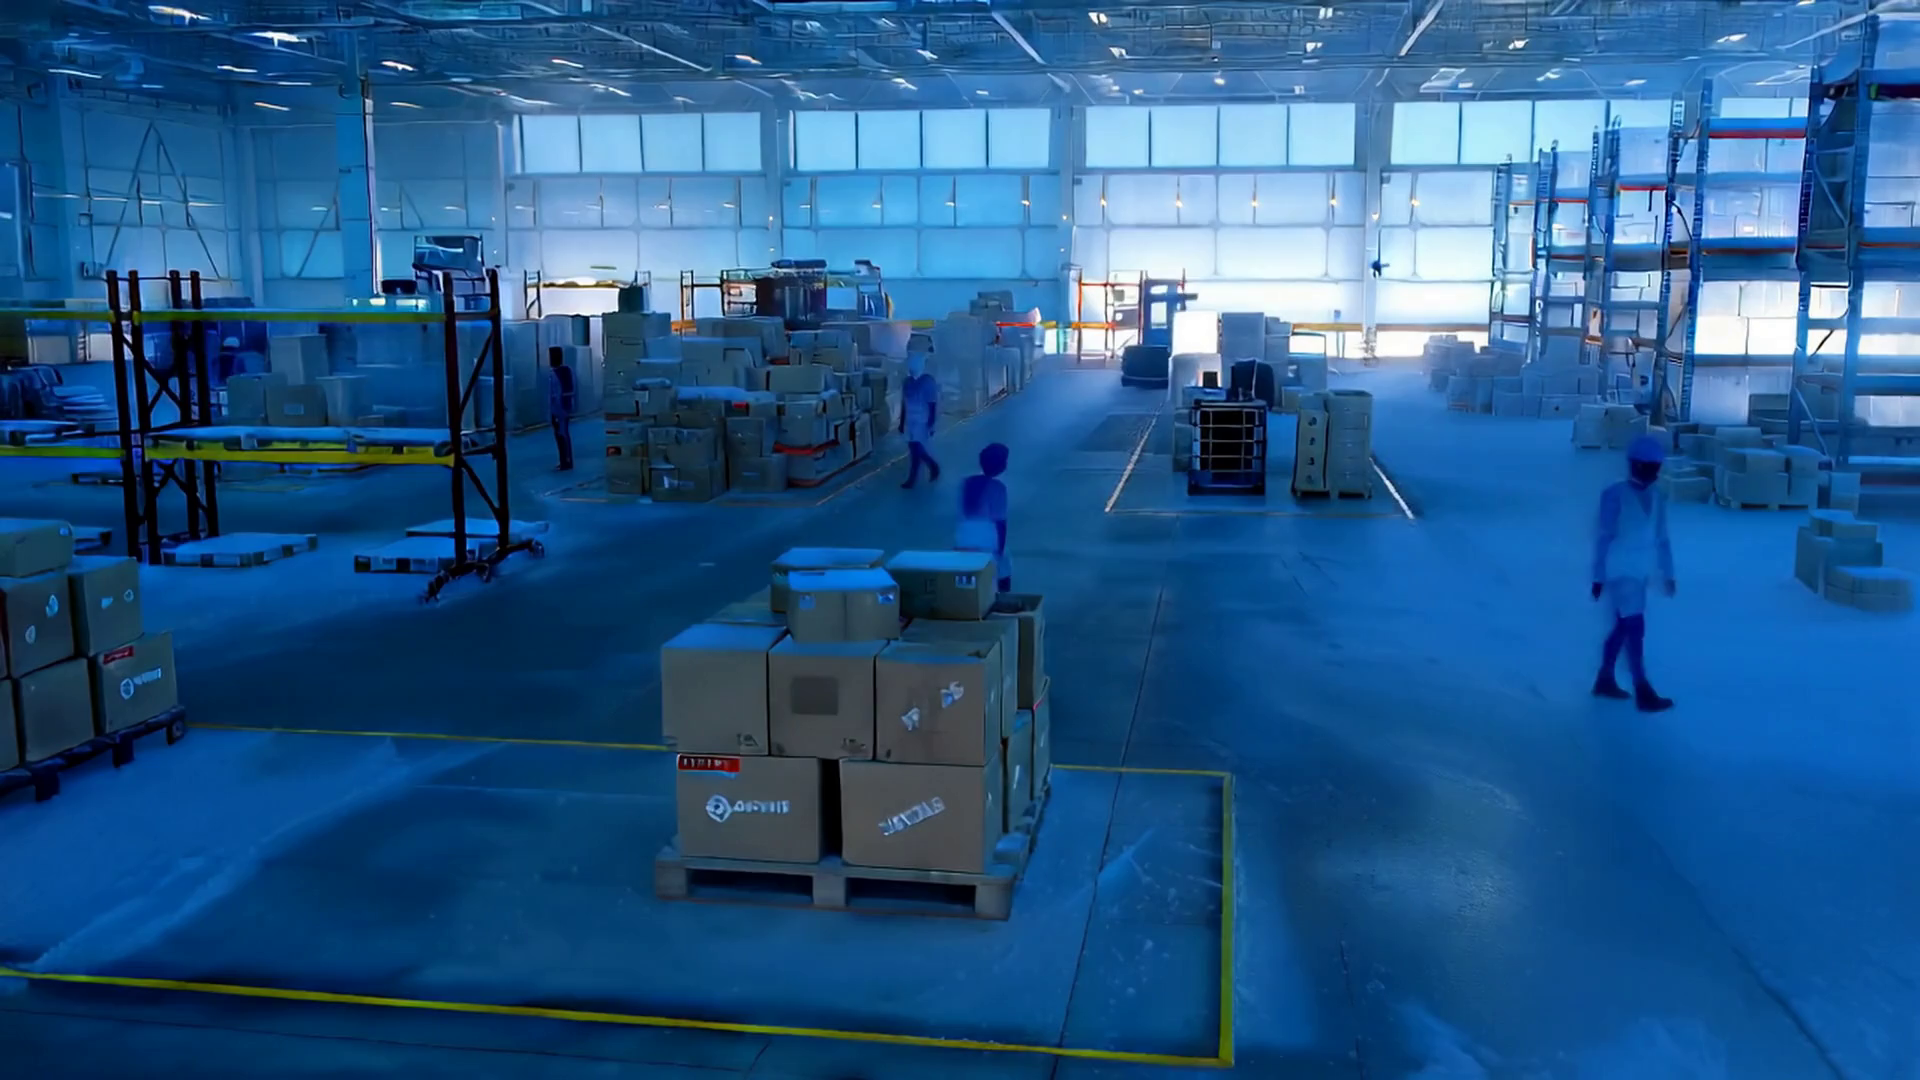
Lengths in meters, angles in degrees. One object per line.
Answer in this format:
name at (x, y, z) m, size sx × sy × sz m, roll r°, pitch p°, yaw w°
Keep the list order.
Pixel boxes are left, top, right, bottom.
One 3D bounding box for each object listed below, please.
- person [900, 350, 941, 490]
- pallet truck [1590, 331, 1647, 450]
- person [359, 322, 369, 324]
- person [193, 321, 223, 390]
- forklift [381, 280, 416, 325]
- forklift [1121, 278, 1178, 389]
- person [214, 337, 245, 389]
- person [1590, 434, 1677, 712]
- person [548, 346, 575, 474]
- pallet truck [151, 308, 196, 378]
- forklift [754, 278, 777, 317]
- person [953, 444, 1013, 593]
person at (-0.549, -1.691, 23.243) m, size 0.609 × 1.939 × 0.857 m, roll 8°, pitch 12°, yaw 41°
pallet truck at (11.253, -2.573, 28.499) m, size 0.823 × 1.965 × 1.885 m, roll 5°, pitch 10°, yaw 27°
person at (-16.520, -5.391, 46.302) m, size 0.824 × 1.860 × 0.567 m, roll 6°, pitch 11°, yaw 34°
person at (-17.721, -4.299, 39.409) m, size 0.663 × 1.901 × 0.916 m, roll 2°, pitch 9°, yaw 13°
forklift at (-11.956, -4.169, 35.627) m, size 1.873 × 2.768 × 1.129 m, roll 1°, pitch 9°, yaw 9°
forklift at (5.117, -5.338, 42.838) m, size 1.129 × 2.768 × 1.873 m, roll 8°, pitch 12°, yaw 41°
person at (-12.568, -2.532, 28.569) m, size 0.564 × 1.899 × 0.891 m, roll -1°, pitch 9°, yaw -3°
person at (4.739, 0.231, 11.491) m, size 0.576 × 1.902 × 0.866 m, roll -5°, pitch 11°, yaw -29°
person at (-5.952, -1.935, 24.804) m, size 0.391 × 1.920 × 0.593 m, roll 1°, pitch 9°, yaw 3°
pallet truck at (-21.869, -5.598, 47.154) m, size 0.823 × 1.965 × 1.885 m, roll 4°, pitch 10°, yaw 26°
forklift at (-4.944, -5.287, 42.519) m, size 1.873 × 2.768 × 1.129 m, roll 1°, pitch 9°, yaw 9°
person at (0.200, 0.042, 13.480) m, size 0.557 × 1.633 × 0.760 m, roll 9°, pitch 13°, yaw 44°
